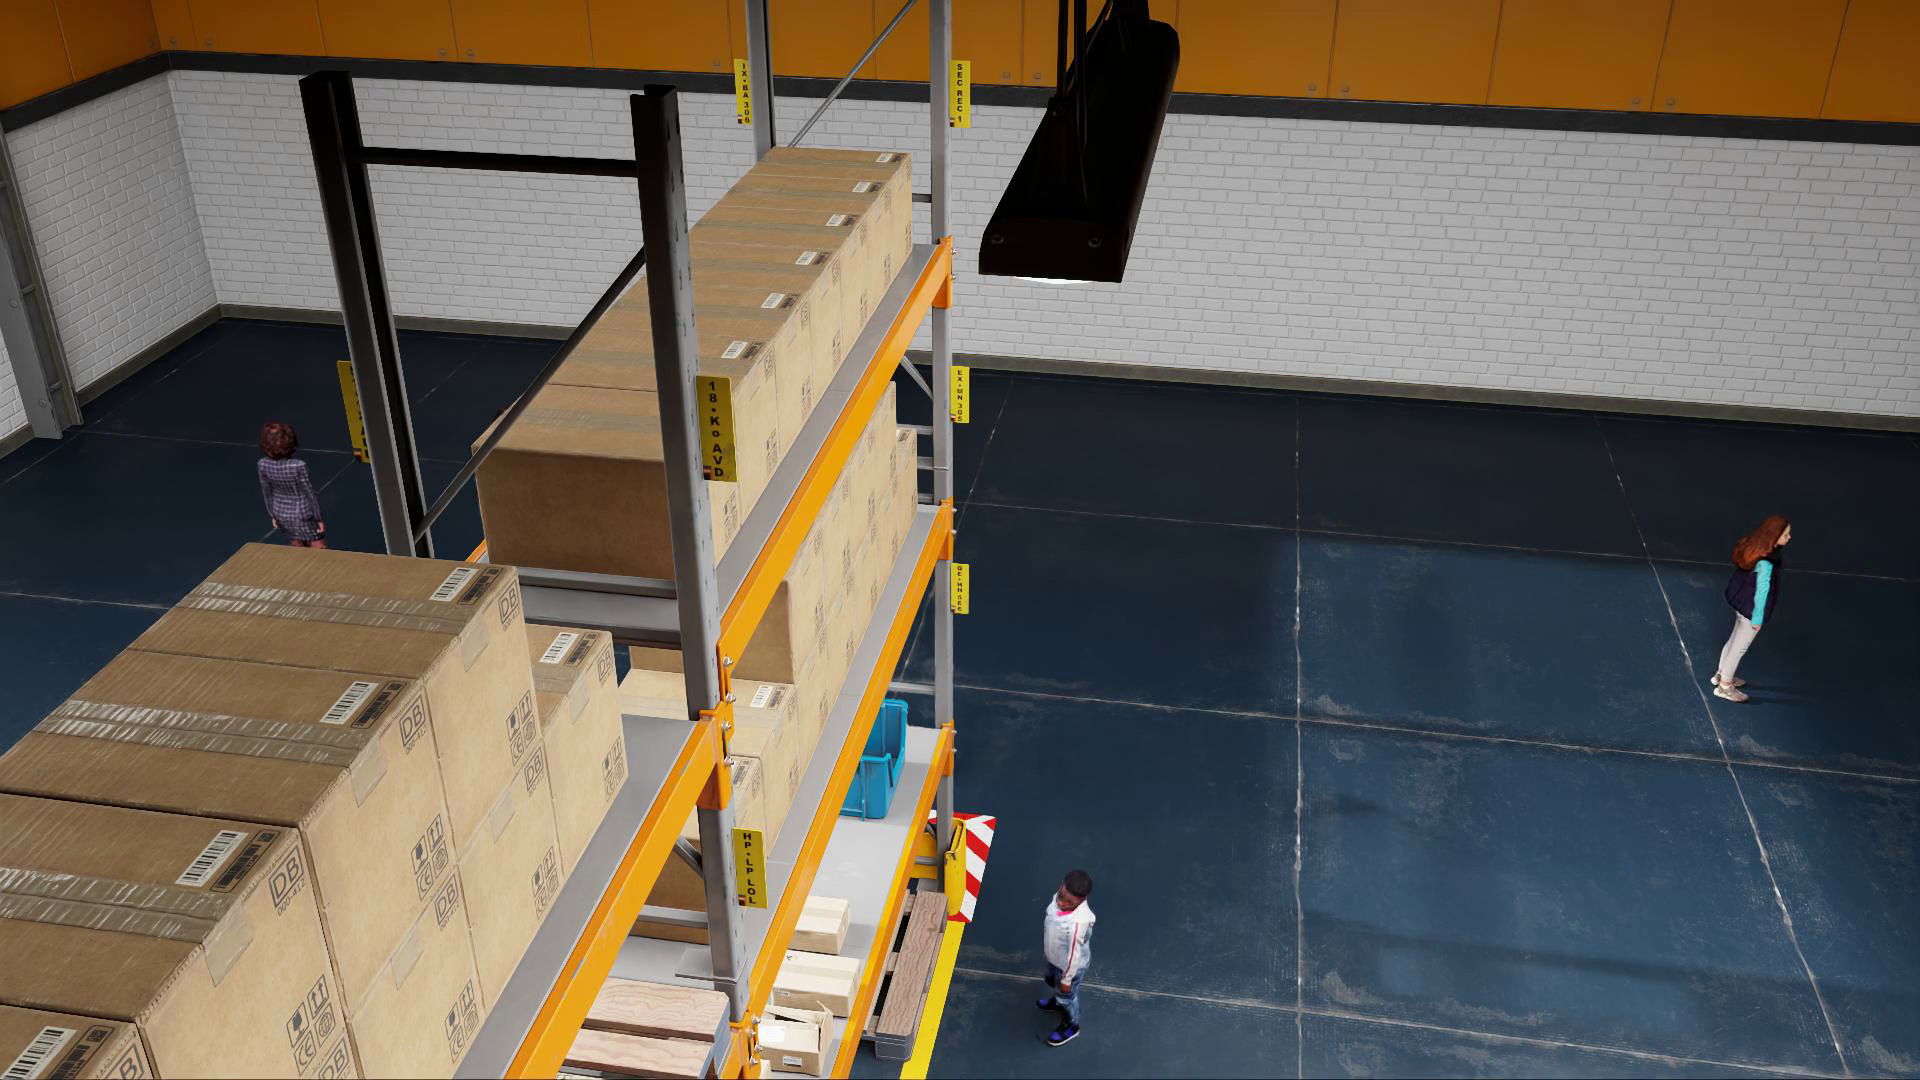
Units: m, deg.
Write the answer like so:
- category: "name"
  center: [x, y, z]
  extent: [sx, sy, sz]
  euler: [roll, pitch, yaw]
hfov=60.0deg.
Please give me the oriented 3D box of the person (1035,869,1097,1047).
- category: "person"
  center: [0.599, 2.277, 9.200]
  extent: [0.709, 1.243, 0.567]
  euler: [-1, 29, -3]

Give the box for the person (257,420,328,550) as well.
- category: "person"
  center: [-5.268, -0.125, 13.142]
  extent: [0.633, 1.685, 0.826]
  euler: [5, 29, 10]

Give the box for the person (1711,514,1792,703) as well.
- category: "person"
  center: [5.820, 0.475, 12.238]
  extent: [0.669, 1.499, 0.552]
  euler: [9, 30, 17]
